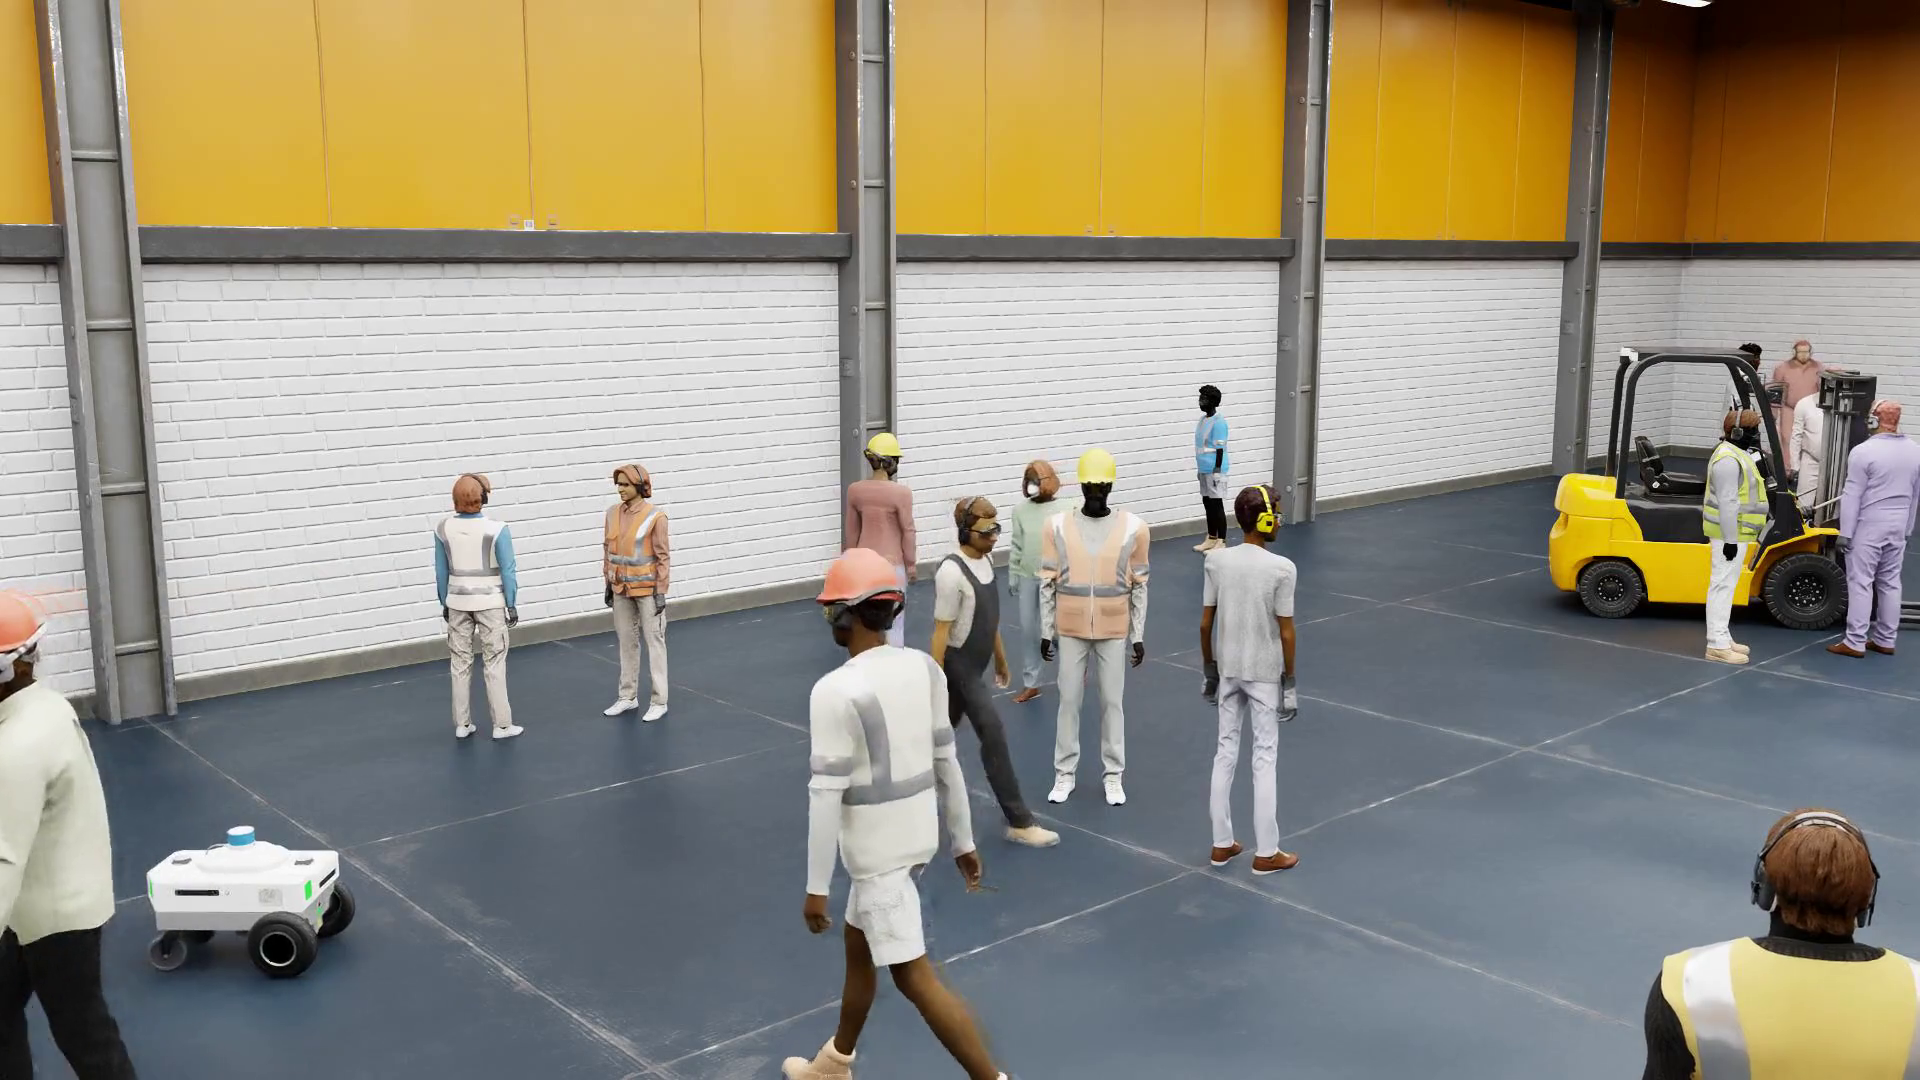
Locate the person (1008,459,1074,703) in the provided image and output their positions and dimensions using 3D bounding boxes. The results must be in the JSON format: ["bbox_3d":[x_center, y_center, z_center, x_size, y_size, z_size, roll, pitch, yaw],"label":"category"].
[{"bbox_3d":[0.562,0.265,11.022,0.524,1.619,0.445,6,11,32],"label":"person"}]

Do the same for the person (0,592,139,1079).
[{"bbox_3d":[-2.864,1.126,4.970,0.817,1.961,0.641,-5,11,-27],"label":"person"}]

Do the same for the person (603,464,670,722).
[{"bbox_3d":[-2.056,0.330,10.582,0.518,1.640,0.307,6,11,29],"label":"person"}]

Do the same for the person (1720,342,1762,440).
[{"bbox_3d":[9.038,-1.312,19.293,0.400,1.956,0.609,8,13,39],"label":"person"}]

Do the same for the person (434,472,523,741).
[{"bbox_3d":[-2.929,0.410,10.098,0.514,1.644,0.309,2,10,9],"label":"person"}]

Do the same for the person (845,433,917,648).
[{"bbox_3d":[-0.521,0.163,11.204,0.524,1.764,0.329,5,11,28],"label":"person"}]

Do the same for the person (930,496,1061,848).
[{"bbox_3d":[0.005,0.642,8.338,0.989,1.788,0.597,3,10,18],"label":"person"}]

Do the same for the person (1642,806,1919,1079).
[{"bbox_3d":[1.706,1.449,3.438,0.624,1.845,0.430,3,10,15],"label":"person"}]

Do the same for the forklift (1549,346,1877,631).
[{"bbox_3d":[6.109,-0.478,13.691,2.313,2.155,1.214,3,10,16],"label":"forklift"}]

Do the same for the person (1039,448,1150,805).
[{"bbox_3d":[0.718,0.468,8.928,0.601,1.926,0.374,1,10,7],"label":"person"}]

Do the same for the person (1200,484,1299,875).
[{"bbox_3d":[1.388,0.664,7.974,0.519,1.865,0.335,8,13,39],"label":"person"}]

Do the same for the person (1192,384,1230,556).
[{"bbox_3d":[2.476,-0.687,16.395,0.321,1.691,0.537,-2,10,-14],"label":"person"}]

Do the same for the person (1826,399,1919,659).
[{"bbox_3d":[6.723,-0.081,12.236,0.641,1.903,0.402,-3,10,-18],"label":"person"}]

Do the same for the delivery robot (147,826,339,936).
[{"bbox_3d":[-2.995,1.443,6.962,0.707,0.478,0.477,0,10,1],"label":"delivery robot"}]

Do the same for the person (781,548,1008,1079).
[{"bbox_3d":[-0.181,1.032,5.506,1.066,1.987,0.661,6,12,33],"label":"person"}]

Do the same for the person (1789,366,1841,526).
[{"bbox_3d":[8.241,-0.700,15.832,0.642,1.908,0.407,4,11,23],"label":"person"}]

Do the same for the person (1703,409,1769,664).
[{"bbox_3d":[5.647,-0.036,12.134,0.429,1.844,0.627,5,11,28],"label":"person"}]

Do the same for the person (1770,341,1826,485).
[{"bbox_3d":[10.854,-1.639,21.492,0.651,1.851,0.985,2,10,10],"label":"person"}]
